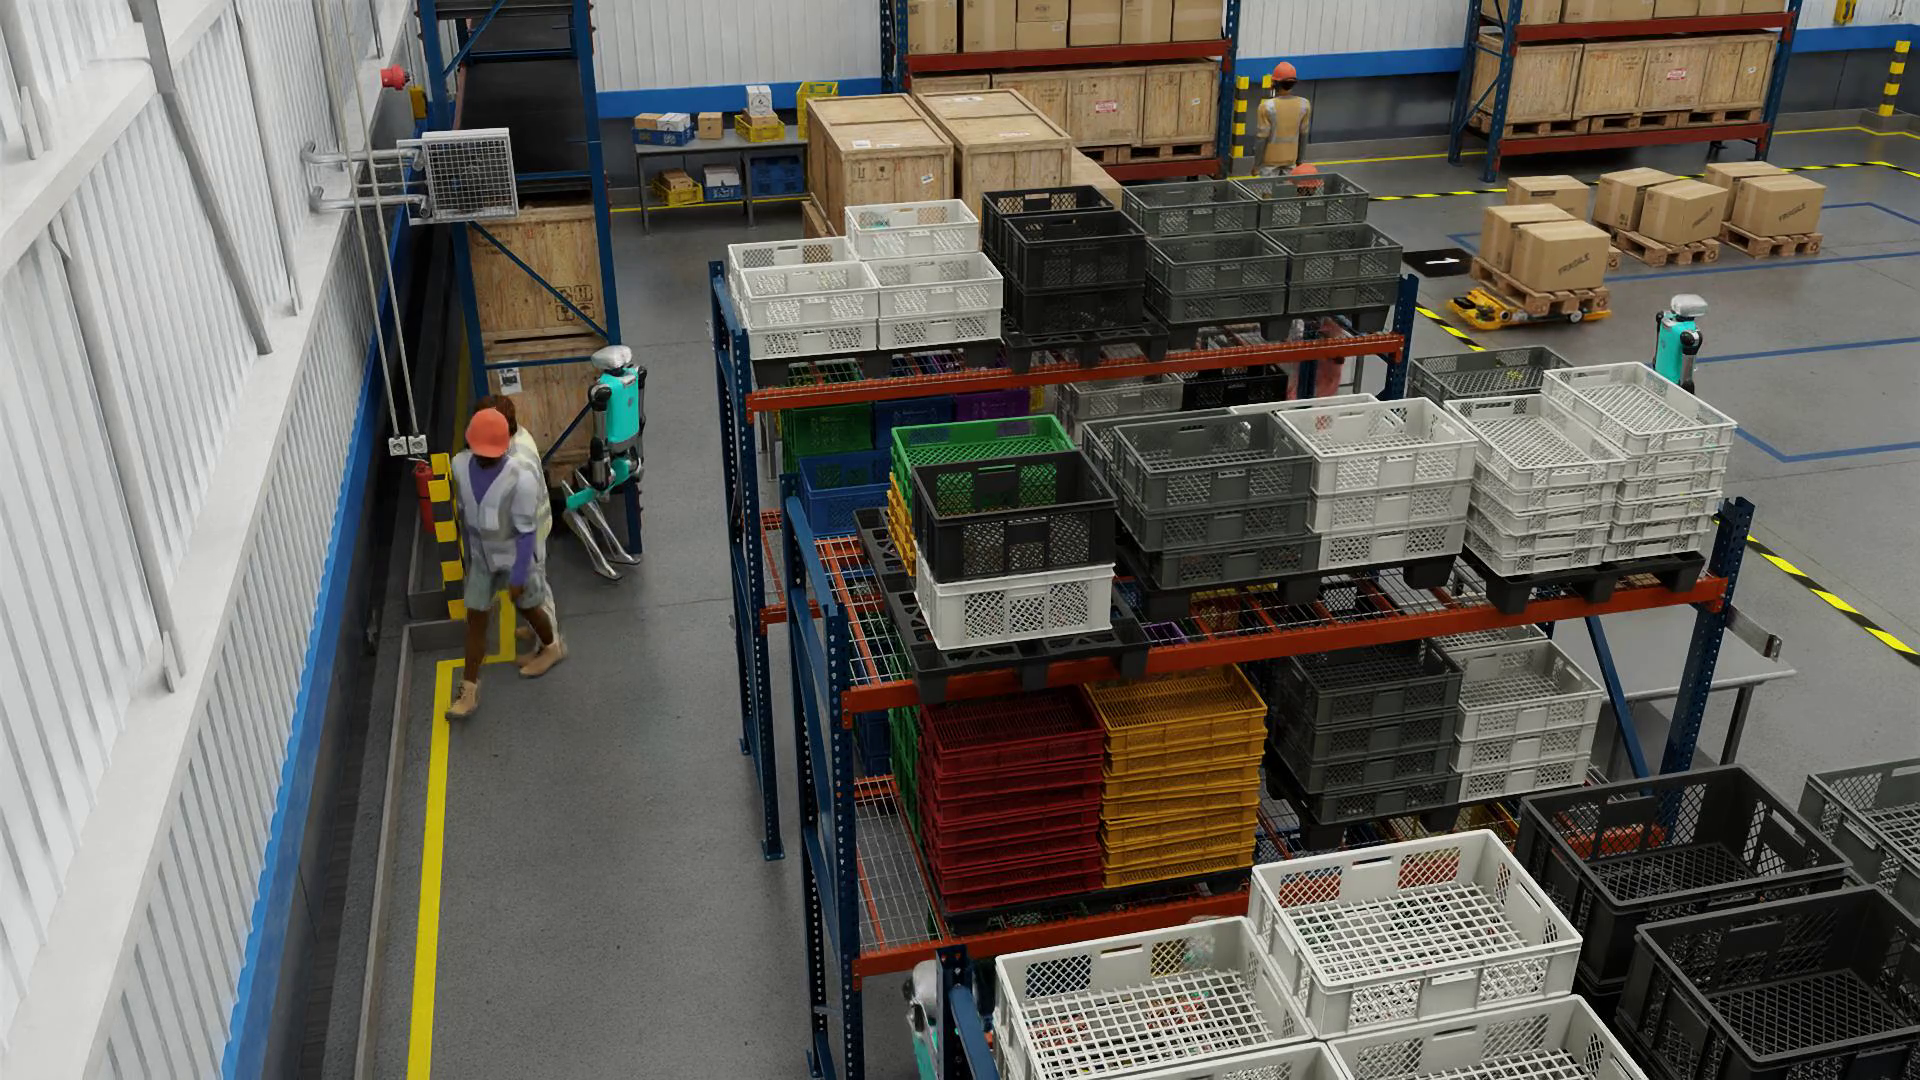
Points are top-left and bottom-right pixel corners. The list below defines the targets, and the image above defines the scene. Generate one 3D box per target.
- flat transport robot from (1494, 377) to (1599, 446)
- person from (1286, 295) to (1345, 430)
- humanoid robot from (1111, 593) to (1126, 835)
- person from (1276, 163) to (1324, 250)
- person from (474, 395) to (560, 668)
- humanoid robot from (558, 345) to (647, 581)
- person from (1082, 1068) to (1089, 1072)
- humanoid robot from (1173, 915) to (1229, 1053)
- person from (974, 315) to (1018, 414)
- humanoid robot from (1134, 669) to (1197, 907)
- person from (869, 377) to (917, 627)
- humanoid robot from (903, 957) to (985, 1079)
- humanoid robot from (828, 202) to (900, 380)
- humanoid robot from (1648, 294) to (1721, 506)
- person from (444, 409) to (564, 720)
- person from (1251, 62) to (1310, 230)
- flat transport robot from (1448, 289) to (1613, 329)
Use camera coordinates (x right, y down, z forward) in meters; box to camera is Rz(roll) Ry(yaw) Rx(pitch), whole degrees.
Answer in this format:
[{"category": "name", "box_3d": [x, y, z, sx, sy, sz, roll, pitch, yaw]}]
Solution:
[{"category": "flat transport robot", "box_3d": [4.780, -1.036, 14.013, 0.659, 0.231, 1.431, -6, 28, -12]}, {"category": "person", "box_3d": [2.931, -1.681, 13.481, 0.581, 1.901, 0.596, -4, 28, -8]}, {"category": "humanoid robot", "box_3d": [0.744, 0.981, 8.658, 0.339, 1.657, 0.590, 2, 28, 5]}, {"category": "person", "box_3d": [2.977, -2.386, 14.785, 0.359, 1.938, 0.544, -8, 29, -15]}, {"category": "person", "box_3d": [-2.789, -0.060, 10.489, 0.431, 1.834, 0.660, -10, 30, -19]}, {"category": "humanoid robot", "box_3d": [-2.495, -0.546, 11.400, 0.739, 1.699, 0.530, 13, 30, 23]}, {"category": "person", "box_3d": [0.363, 2.488, 5.609, 0.509, 1.872, 0.329, -8, 29, -15]}, {"category": "humanoid robot", "box_3d": [1.181, 2.197, 6.365, 0.802, 1.833, 0.569, -4, 28, -8]}, {"category": "person", "box_3d": [0.292, -1.180, 12.600, 0.396, 1.839, 0.563, -15, 31, -26]}, {"category": "humanoid robot", "box_3d": [0.980, 1.205, 8.239, 0.355, 1.648, 0.588, -1, 28, -2]}, {"category": "person", "box_3d": [-0.427, -0.225, 10.862, 0.524, 1.772, 0.304, 5, 28, 9]}, {"category": "humanoid robot", "box_3d": [0.159, 2.269, 6.215, 0.685, 1.832, 0.542, -11, 30, -20]}, {"category": "humanoid robot", "box_3d": [-0.944, -2.083, 14.480, 1.022, 1.778, 0.530, 7, 29, 12]}, {"category": "humanoid robot", "box_3d": [5.404, -1.000, 12.227, 0.735, 1.675, 0.533, -2, 28, -3]}, {"category": "person", "box_3d": [-2.795, 0.113, 10.000, 0.646, 1.975, 1.010, 12, 30, 21]}, {"category": "person", "box_3d": [3.433, -4.123, 17.971, 0.613, 2.041, 0.375, -9, 29, -16]}, {"category": "flat transport robot", "box_3d": [5.647, -2.341, 16.459, 1.431, 0.197, 0.652, -6, 28, -12]}]
